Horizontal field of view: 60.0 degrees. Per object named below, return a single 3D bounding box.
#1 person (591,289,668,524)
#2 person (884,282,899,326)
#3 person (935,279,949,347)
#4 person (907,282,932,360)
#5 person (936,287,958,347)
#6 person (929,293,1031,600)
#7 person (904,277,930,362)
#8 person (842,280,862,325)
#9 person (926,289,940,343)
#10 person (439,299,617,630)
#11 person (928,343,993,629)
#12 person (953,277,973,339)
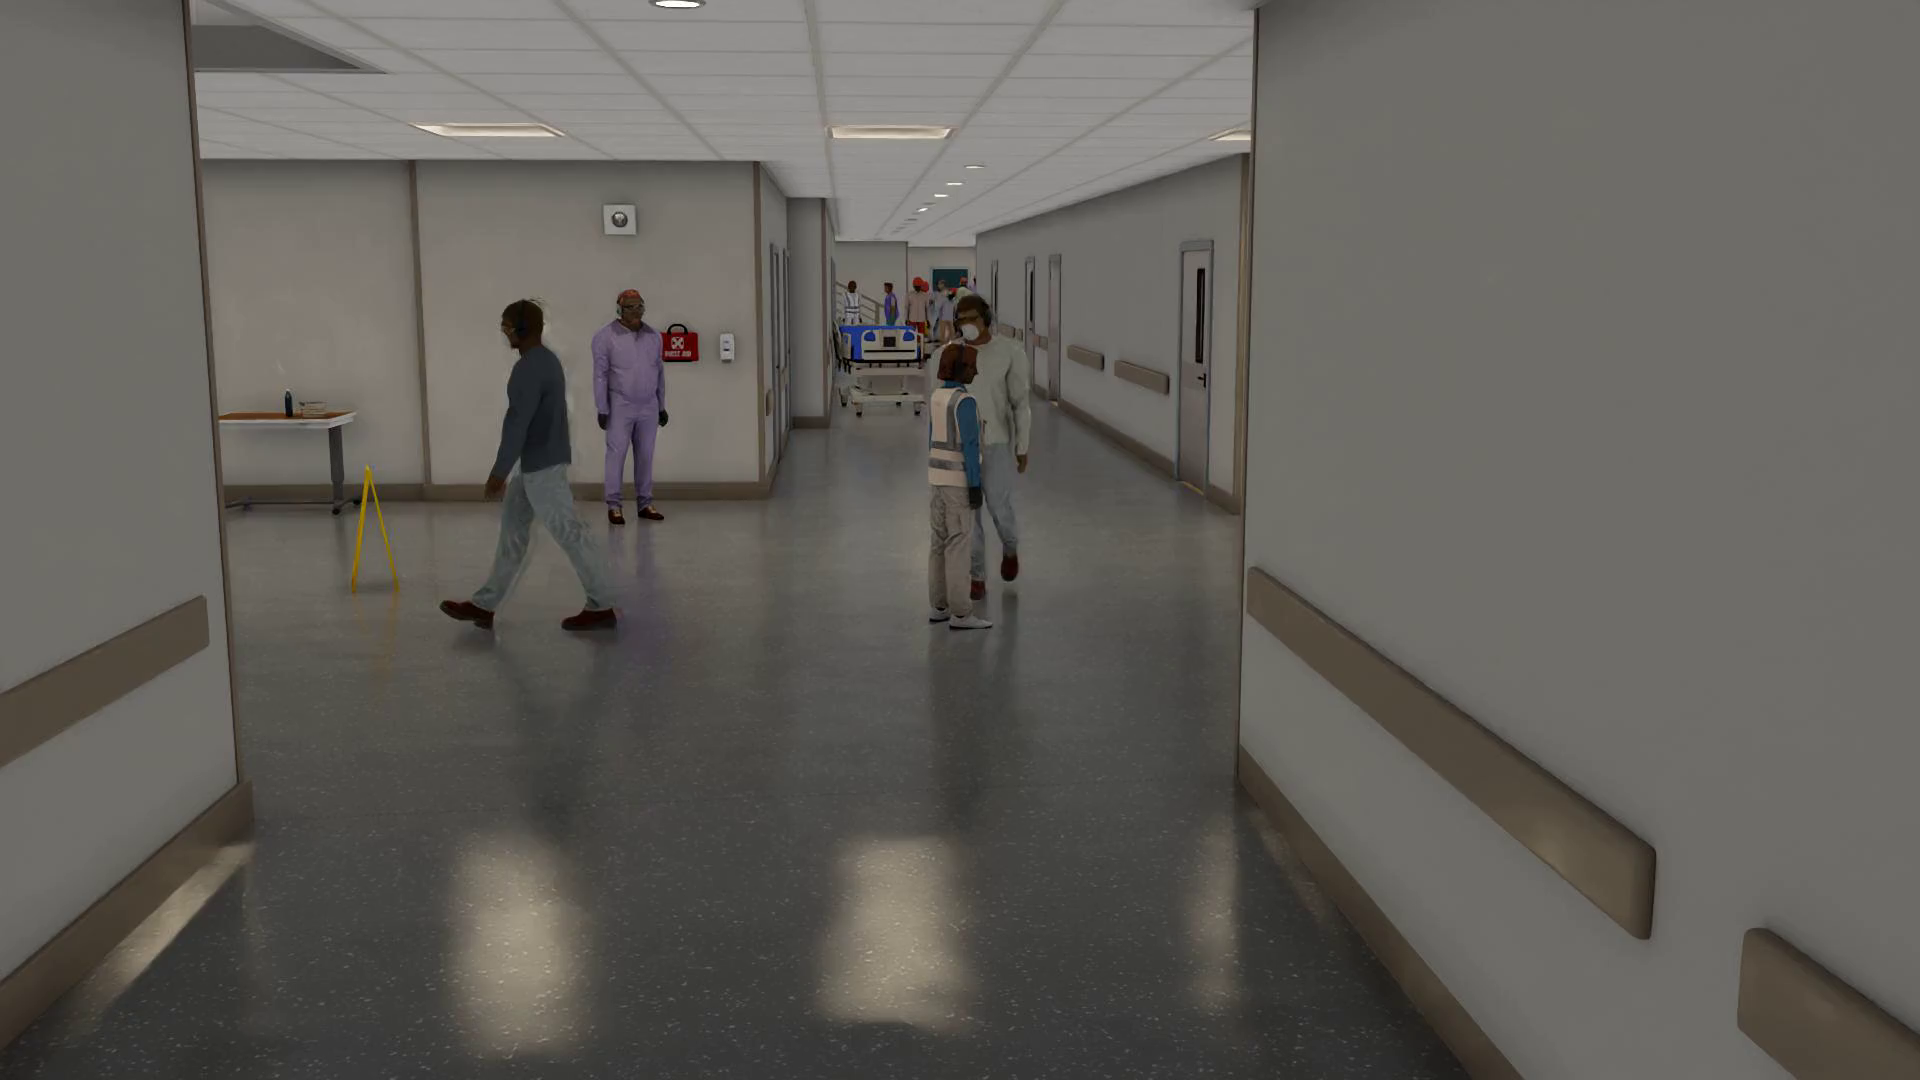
[{"bbox_3d":[-2.676,-1.090,13.626,0.648,1.907,0.401,-7,12,-39],"label":"person"},{"bbox_3d":[-1.763,-5.690,42.743,0.384,1.837,0.564,-2,9,-15],"label":"person"},{"bbox_3d":[-0.507,-6.360,46.707,0.407,1.908,0.641,-2,9,-13],"label":"person"},{"bbox_3d":[-0.944,-5.177,39.401,0.608,1.861,0.990,-6,11,-34],"label":"person"},{"bbox_3d":[-0.376,-5.932,44.668,0.680,1.705,0.336,-4,10,-23],"label":"person"},{"bbox_3d":[0.132,-0.596,10.516,0.643,1.913,0.581,2,9,12],"label":"person"},{"bbox_3d":[-0.992,-5.116,38.649,0.611,1.985,0.393,-2,9,-13],"label":"person"},{"bbox_3d":[-2.836,-5.851,43.601,0.585,1.876,0.337,-6,11,-33],"label":"person"},{"bbox_3d":[-0.730,-6.778,49.613,0.365,1.833,0.705,7,11,37],"label":"person"},{"bbox_3d":[-2.440,-0.407,9.404,1.015,1.886,0.649,-1,9,-9],"label":"person"},{"bbox_3d":[-0.025,-0.309,9.561,0.313,1.637,0.513,-4,10,-25],"label":"person"},{"bbox_3d":[0.052,-6.831,49.508,0.659,1.960,0.666,0,9,0],"label":"person"}]
